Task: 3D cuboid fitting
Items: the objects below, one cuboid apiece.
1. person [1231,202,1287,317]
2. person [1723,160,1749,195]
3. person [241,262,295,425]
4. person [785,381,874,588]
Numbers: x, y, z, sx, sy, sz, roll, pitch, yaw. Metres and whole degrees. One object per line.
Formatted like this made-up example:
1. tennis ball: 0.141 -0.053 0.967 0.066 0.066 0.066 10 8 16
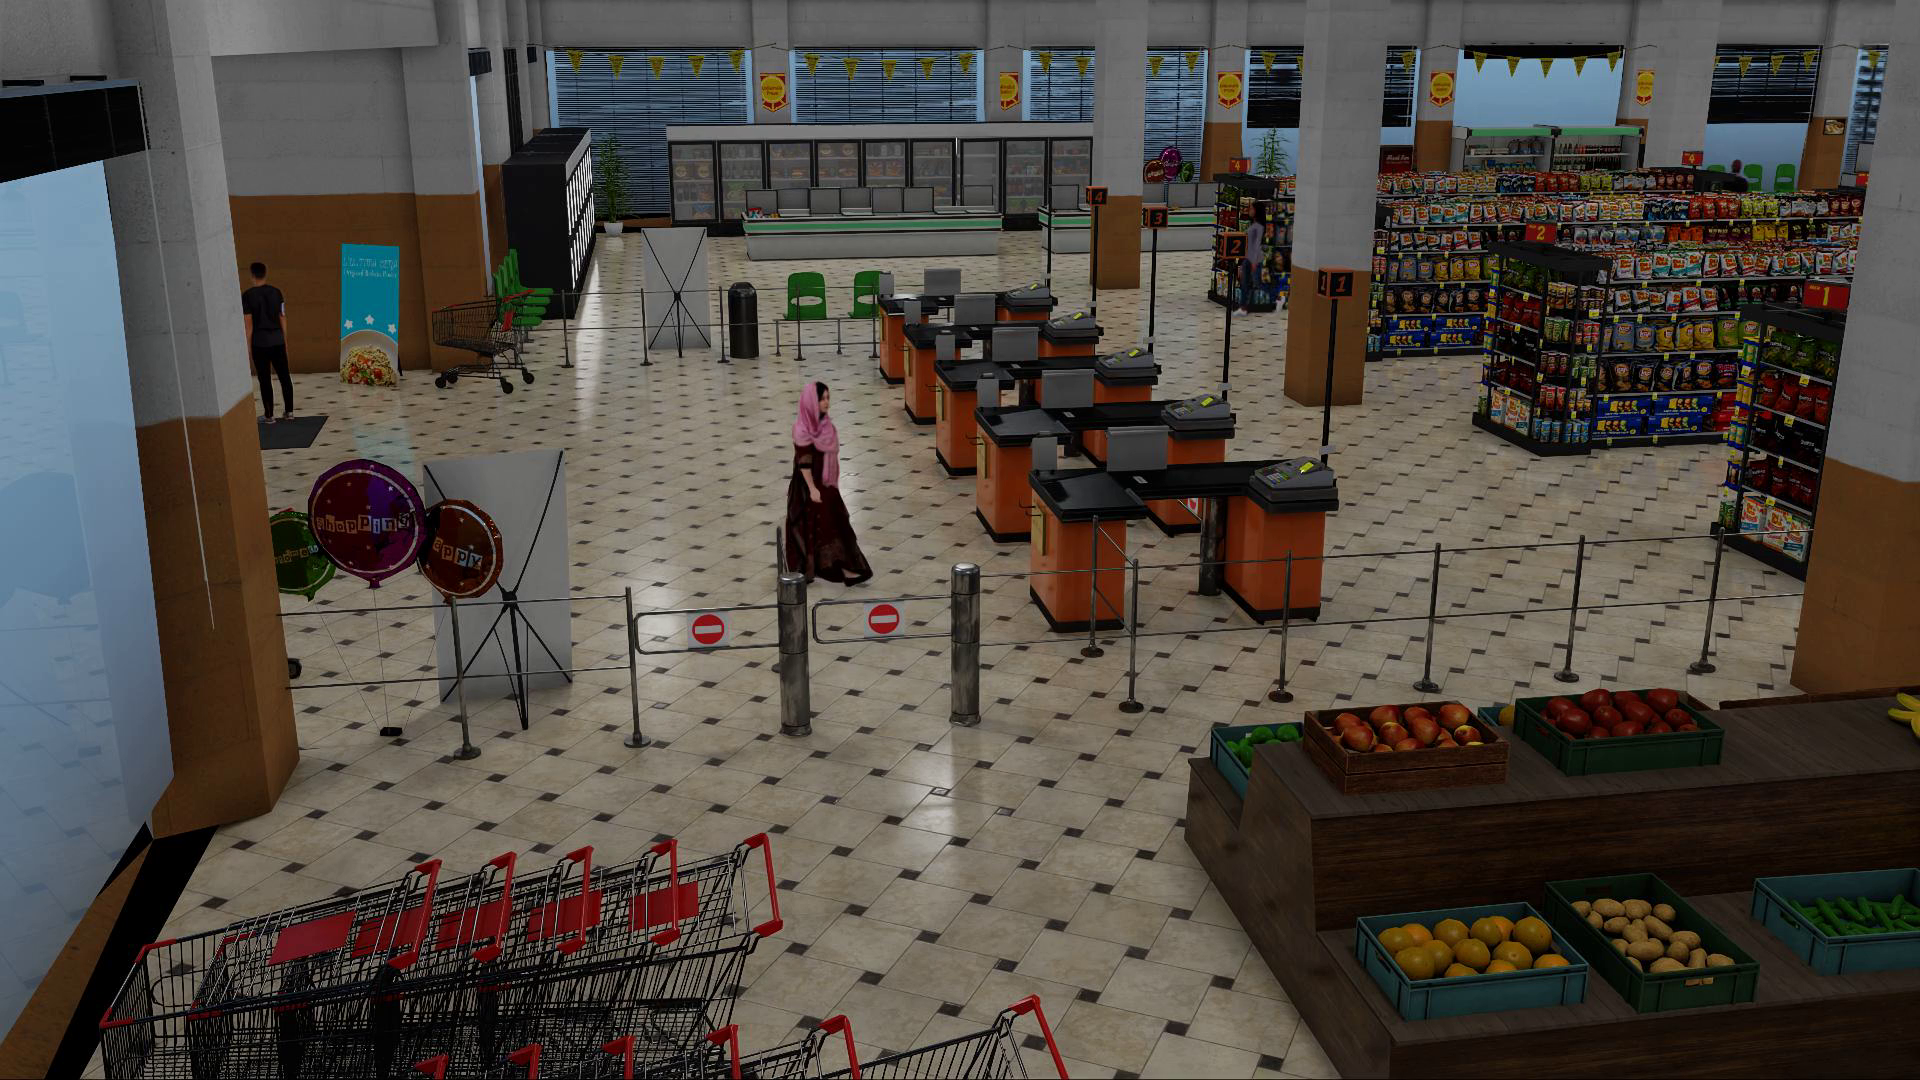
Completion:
1. person: 4.528 -4.199 25.050 1.041 1.712 0.617 -2 17 -7
2. person: 15.035 -6.483 32.435 1.201 1.792 1.021 2 17 8
3. person: -7.597 -2.157 18.236 0.773 1.763 0.690 14 22 38
4. person: -1.186 -0.404 12.741 1.077 1.601 1.034 13 21 36
